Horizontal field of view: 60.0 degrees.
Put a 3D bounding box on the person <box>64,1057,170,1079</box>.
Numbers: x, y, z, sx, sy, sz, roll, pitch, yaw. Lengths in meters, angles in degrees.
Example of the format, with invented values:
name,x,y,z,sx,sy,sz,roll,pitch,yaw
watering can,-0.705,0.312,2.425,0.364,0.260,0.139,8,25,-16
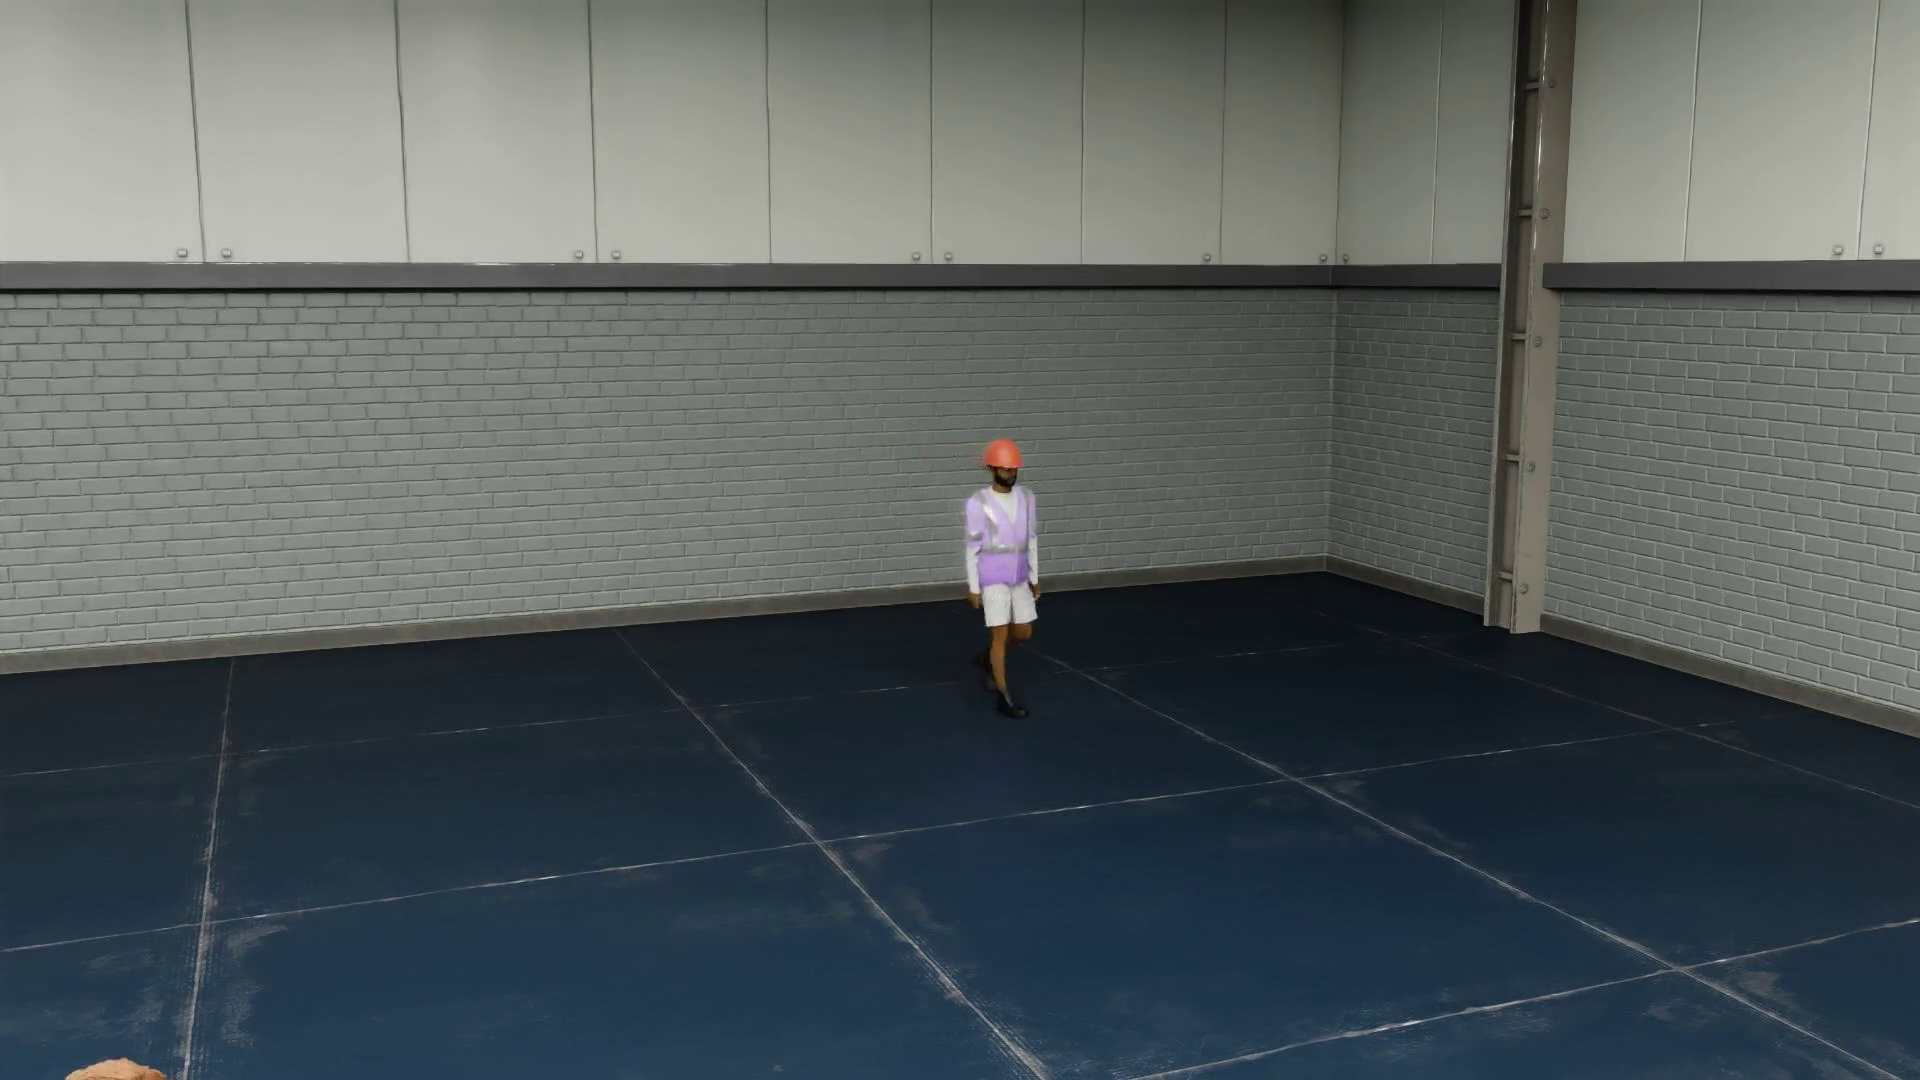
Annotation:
name,x,y,z,sx,sy,sz,roll,pitch,yaw
person,-1.629,1.737,3.155,0.714,1.605,0.507,-1,9,-7

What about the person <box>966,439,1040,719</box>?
name,x,y,z,sx,sy,sz,roll,pitch,yaw
person,0.274,0.247,11.530,0.556,1.926,0.632,-6,11,-34
